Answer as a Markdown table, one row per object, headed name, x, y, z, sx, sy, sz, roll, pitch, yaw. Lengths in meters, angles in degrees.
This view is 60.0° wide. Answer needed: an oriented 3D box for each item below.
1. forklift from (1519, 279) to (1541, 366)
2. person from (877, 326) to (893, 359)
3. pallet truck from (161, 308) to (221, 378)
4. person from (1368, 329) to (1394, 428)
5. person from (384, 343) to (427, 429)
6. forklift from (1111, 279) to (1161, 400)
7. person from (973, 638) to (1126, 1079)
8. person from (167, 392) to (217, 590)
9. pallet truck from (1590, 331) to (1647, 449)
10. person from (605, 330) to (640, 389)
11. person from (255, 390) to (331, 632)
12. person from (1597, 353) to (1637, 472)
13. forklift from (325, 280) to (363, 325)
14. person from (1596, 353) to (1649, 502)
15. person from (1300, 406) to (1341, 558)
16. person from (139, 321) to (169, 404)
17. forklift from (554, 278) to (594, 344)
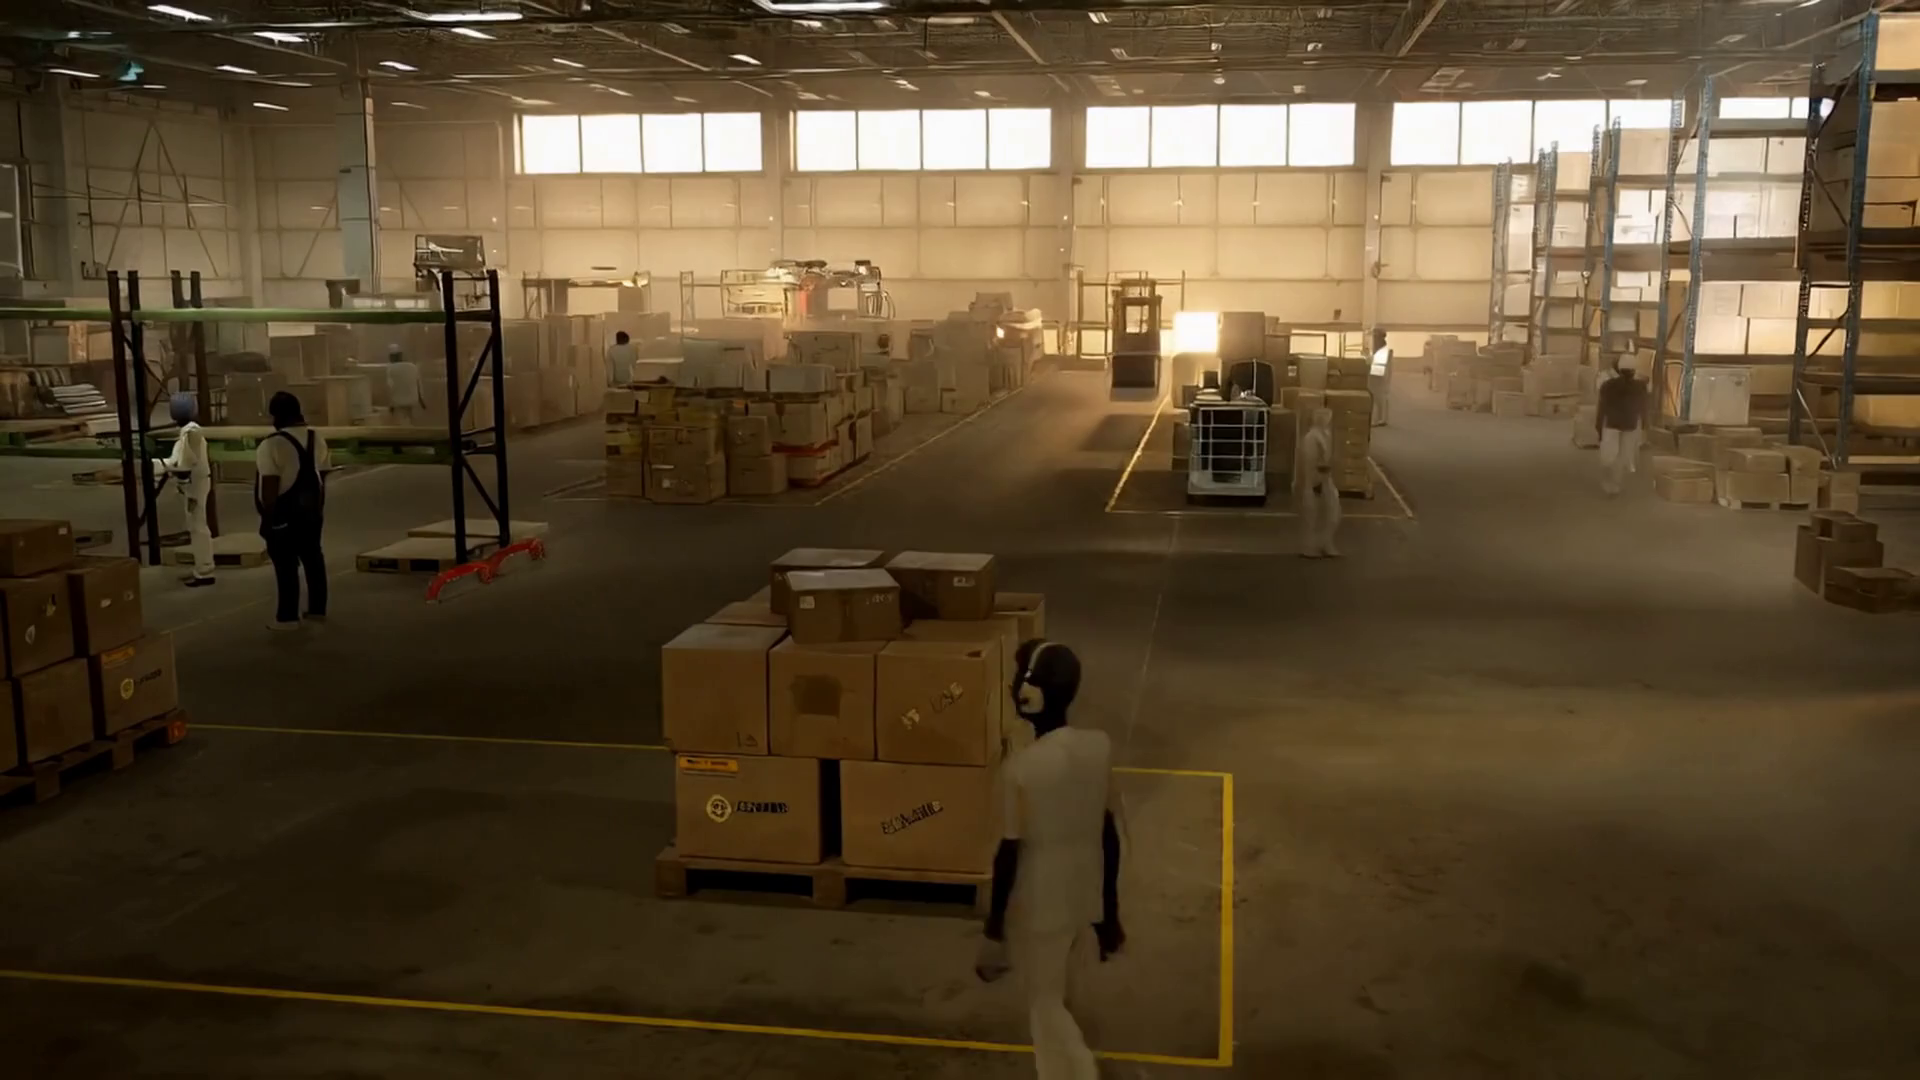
| name | x | y | z | sx | sy | sz | roll | pitch | yaw |
| --- | --- | --- | --- | --- | --- | --- | --- | --- | --- |
| forklift | 15.518 | -5.578 | 44.314 | 1.873 | 2.768 | 1.129 | 1 | 9 | 9 |
| person | -1.963 | -4.782 | 43.360 | 0.529 | 1.595 | 0.847 | 6 | 11 | 33 |
| pallet truck | -21.869 | -5.598 | 47.154 | 0.823 | 1.965 | 1.885 | 4 | 10 | 26 |
| person | 8.157 | -3.132 | 32.226 | 0.397 | 1.911 | 0.587 | -5 | 10 | -28 |
| person | -8.997 | -2.222 | 26.728 | 0.877 | 1.865 | 0.665 | 5 | 11 | 29 |
| forklift | 4.156 | -4.725 | 39.058 | 1.129 | 2.768 | 1.873 | 1 | 9 | 9 |
| person | 0.280 | 1.240 | 5.424 | 0.405 | 1.857 | 0.504 | 8 | 12 | 40 |
| person | -7.331 | -0.467 | 15.861 | 0.339 | 1.882 | 0.584 | -6 | 11 | -31 |
| pallet truck | 11.253 | -2.573 | 28.499 | 0.823 | 1.965 | 1.885 | 5 | 10 | 27 |
| person | -6.160 | -2.860 | 30.452 | 0.635 | 1.937 | 0.353 | -2 | 9 | -10 |
| person | -5.686 | -0.254 | 14.063 | 0.538 | 2.000 | 0.690 | 4 | 10 | 24 |
| person | 9.957 | -1.935 | 25.212 | 0.648 | 1.791 | 0.978 | -1 | 9 | -4 |
| forklift | -13.220 | -4.202 | 35.829 | 1.873 | 2.768 | 1.129 | 1 | 9 | 9 |
| person | 8.695 | -1.460 | 21.767 | 0.606 | 1.956 | 0.736 | 0 | 9 | 2 |
| person | 3.812 | -0.596 | 17.445 | 0.552 | 1.616 | 0.534 | 9 | 13 | 43 |
| person | -18.441 | -4.076 | 37.961 | 0.629 | 1.936 | 0.372 | 2 | 10 | 15 |
| forklift | -10.783 | -5.716 | 45.168 | 1.873 | 2.768 | 1.129 | -3 | 10 | -17 |
